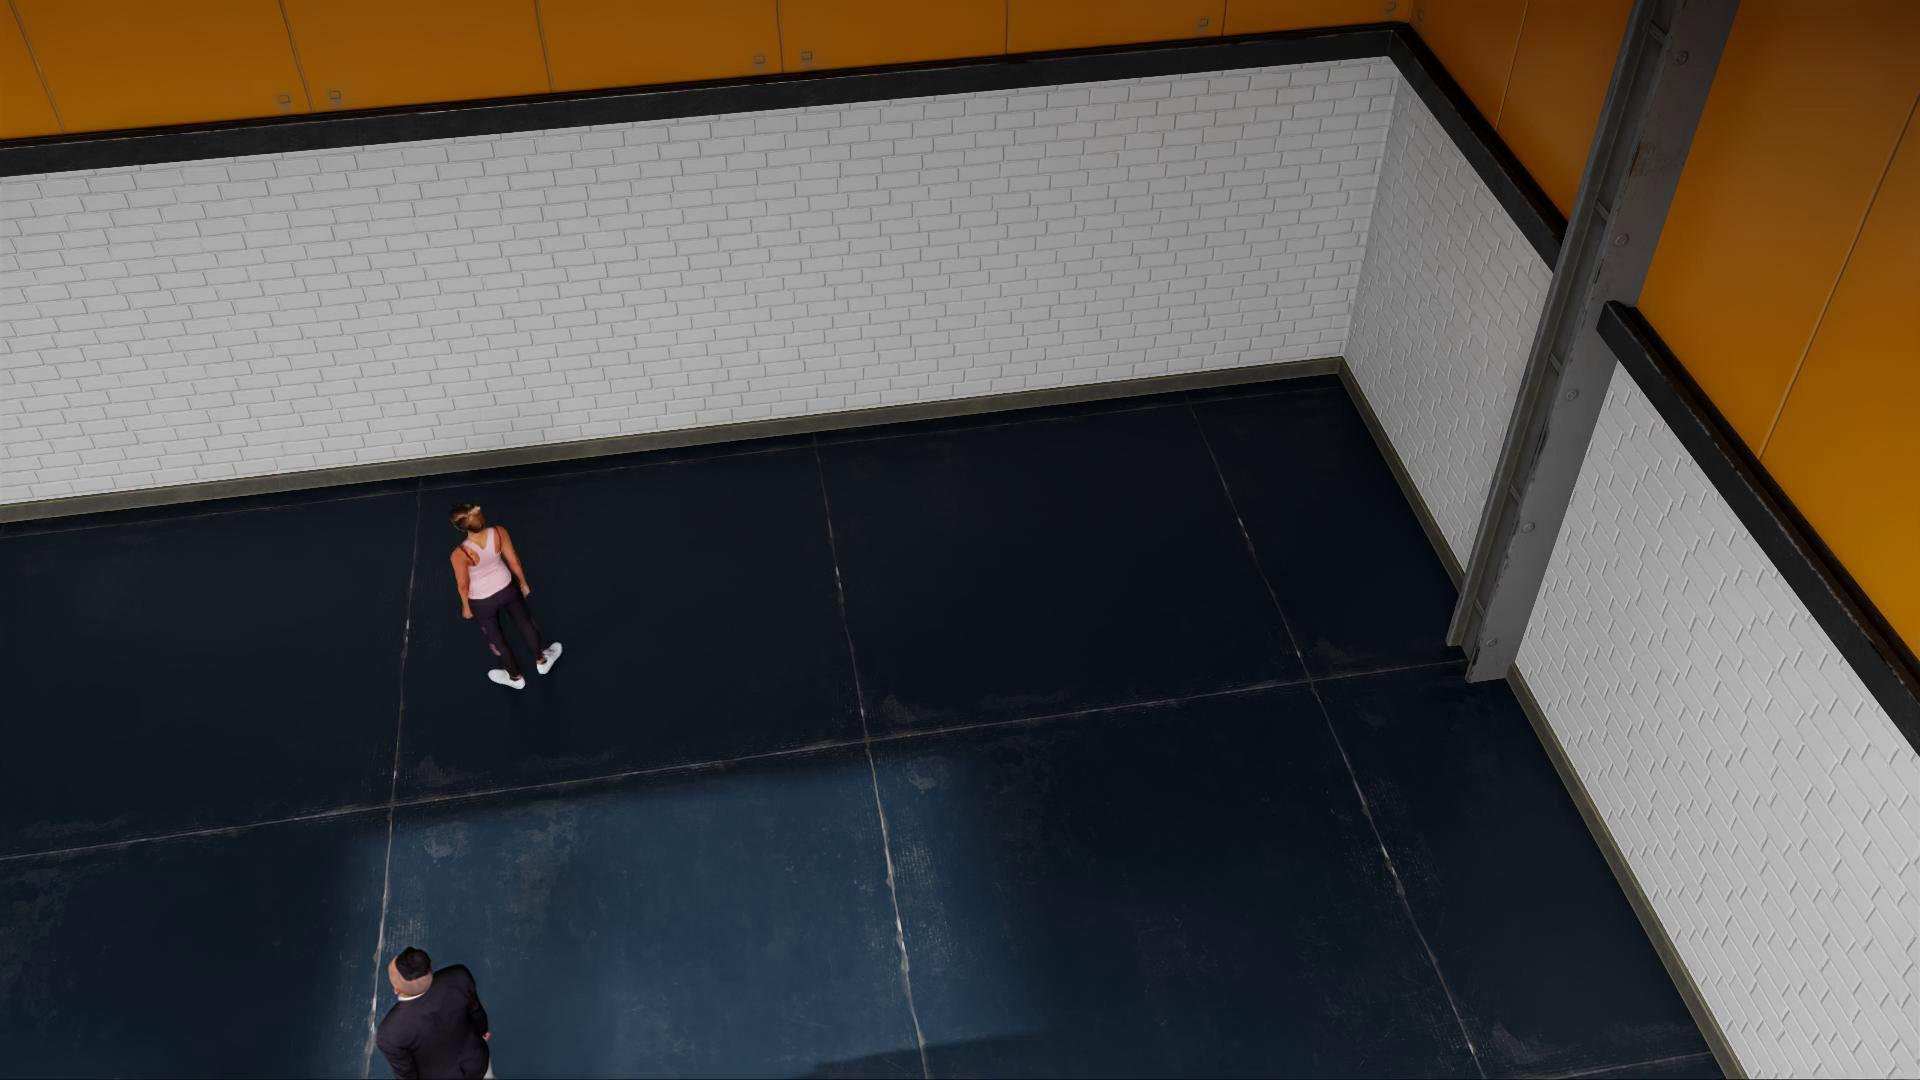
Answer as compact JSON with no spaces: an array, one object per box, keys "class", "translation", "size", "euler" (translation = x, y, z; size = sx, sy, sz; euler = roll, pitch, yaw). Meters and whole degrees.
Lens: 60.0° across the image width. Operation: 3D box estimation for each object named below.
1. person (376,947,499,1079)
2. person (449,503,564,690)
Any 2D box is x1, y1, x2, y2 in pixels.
[{"class":"person","translation":[-2.478,2.535,8.077],"size":[0.846,1.948,0.786],"euler":[26,49,25]},{"class":"person","translation":[-2.938,0.331,10.610],"size":[0.784,1.644,0.741],"euler":[-23,48,-22]}]
